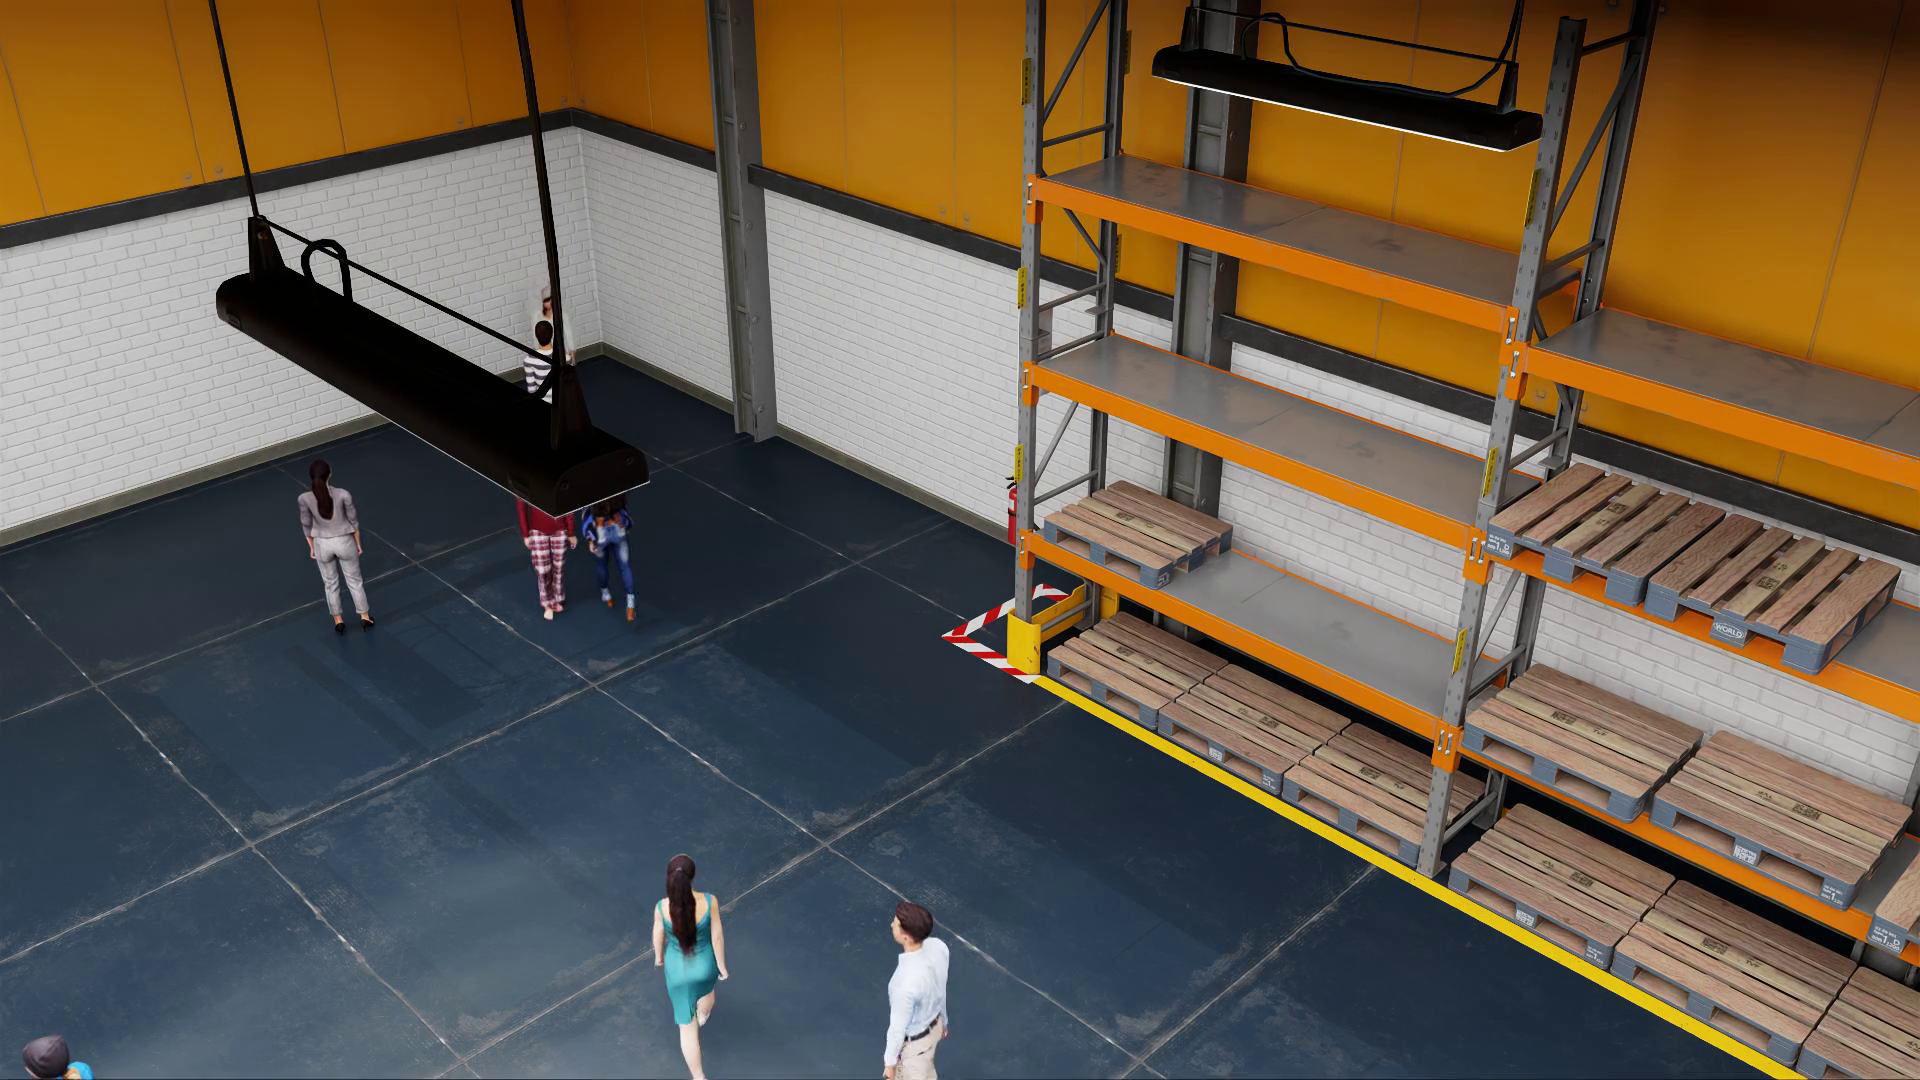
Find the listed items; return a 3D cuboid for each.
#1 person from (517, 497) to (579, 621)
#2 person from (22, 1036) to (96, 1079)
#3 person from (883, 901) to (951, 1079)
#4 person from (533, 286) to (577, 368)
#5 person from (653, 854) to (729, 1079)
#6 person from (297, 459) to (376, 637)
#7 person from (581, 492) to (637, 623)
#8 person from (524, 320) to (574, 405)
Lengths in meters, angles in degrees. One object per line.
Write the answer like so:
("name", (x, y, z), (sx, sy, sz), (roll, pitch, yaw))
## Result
("person", (-3.686, -0.127, 14.860), (0.729, 1.693, 0.758), (-10, 30, -18))
("person", (-4.494, 3.239, 8.584), (0.728, 1.795, 0.685), (2, 29, 4))
("person", (-0.169, 2.829, 9.315), (1.315, 1.813, 0.964), (11, 31, 20))
("person", (-4.515, -2.073, 18.521), (0.957, 1.603, 1.151), (-5, 29, -10))
("person", (-1.597, 2.623, 9.877), (0.936, 1.637, 1.102), (-6, 29, -10))
("person", (-5.455, 0.069, 14.516), (0.714, 1.677, 0.741), (-6, 29, -11))
("person", (-3.077, 0.002, 14.726), (0.877, 1.596, 1.078), (-10, 30, -18))
("person", (-4.131, -1.353, 16.938), (0.723, 1.855, 0.728), (-6, 29, -10))
